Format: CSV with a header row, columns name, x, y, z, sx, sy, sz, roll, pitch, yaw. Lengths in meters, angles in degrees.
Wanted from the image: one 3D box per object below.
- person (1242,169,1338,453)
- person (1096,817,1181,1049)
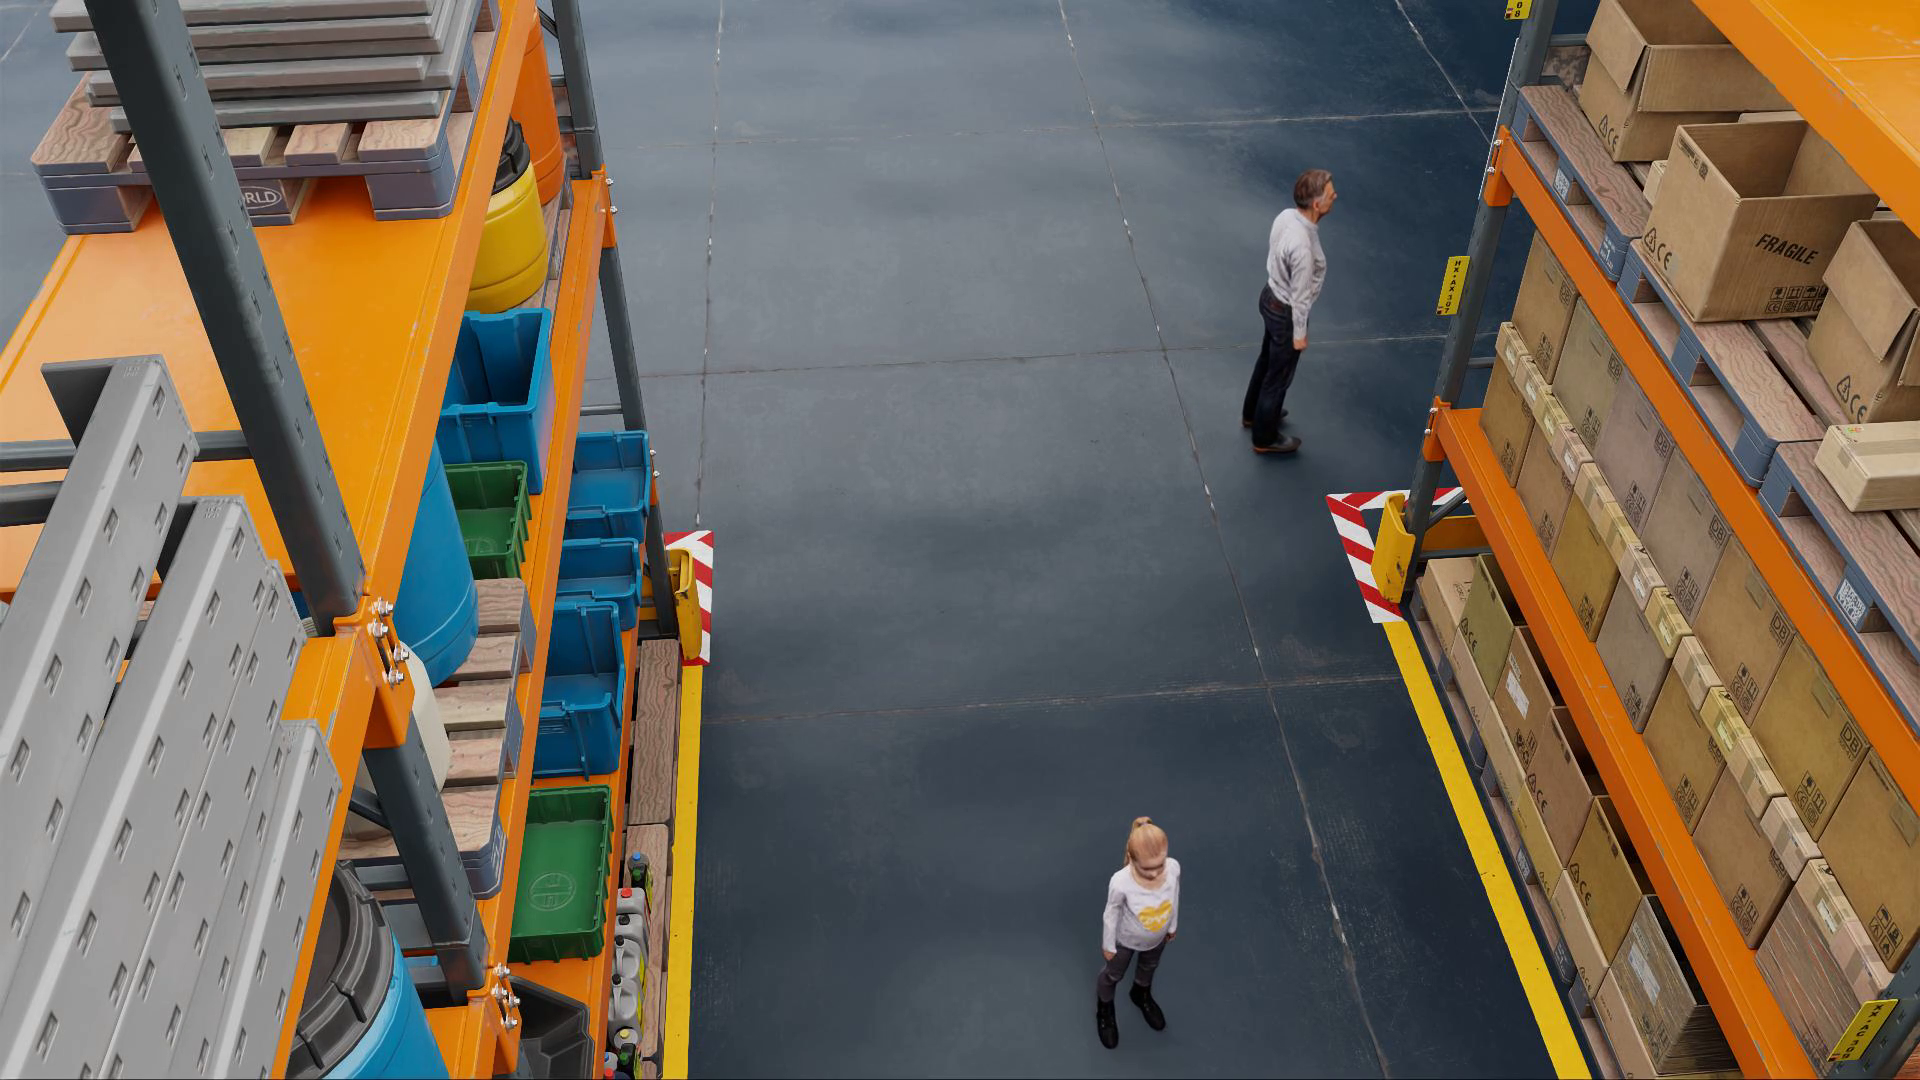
name,x,y,z,sx,sy,sz,roll,pitch,yaw
person,1.892,-1.338,9.648,0.696,1.816,0.485,-2,42,-3
person,0.733,1.592,6.822,0.546,1.278,0.559,-15,44,-16
